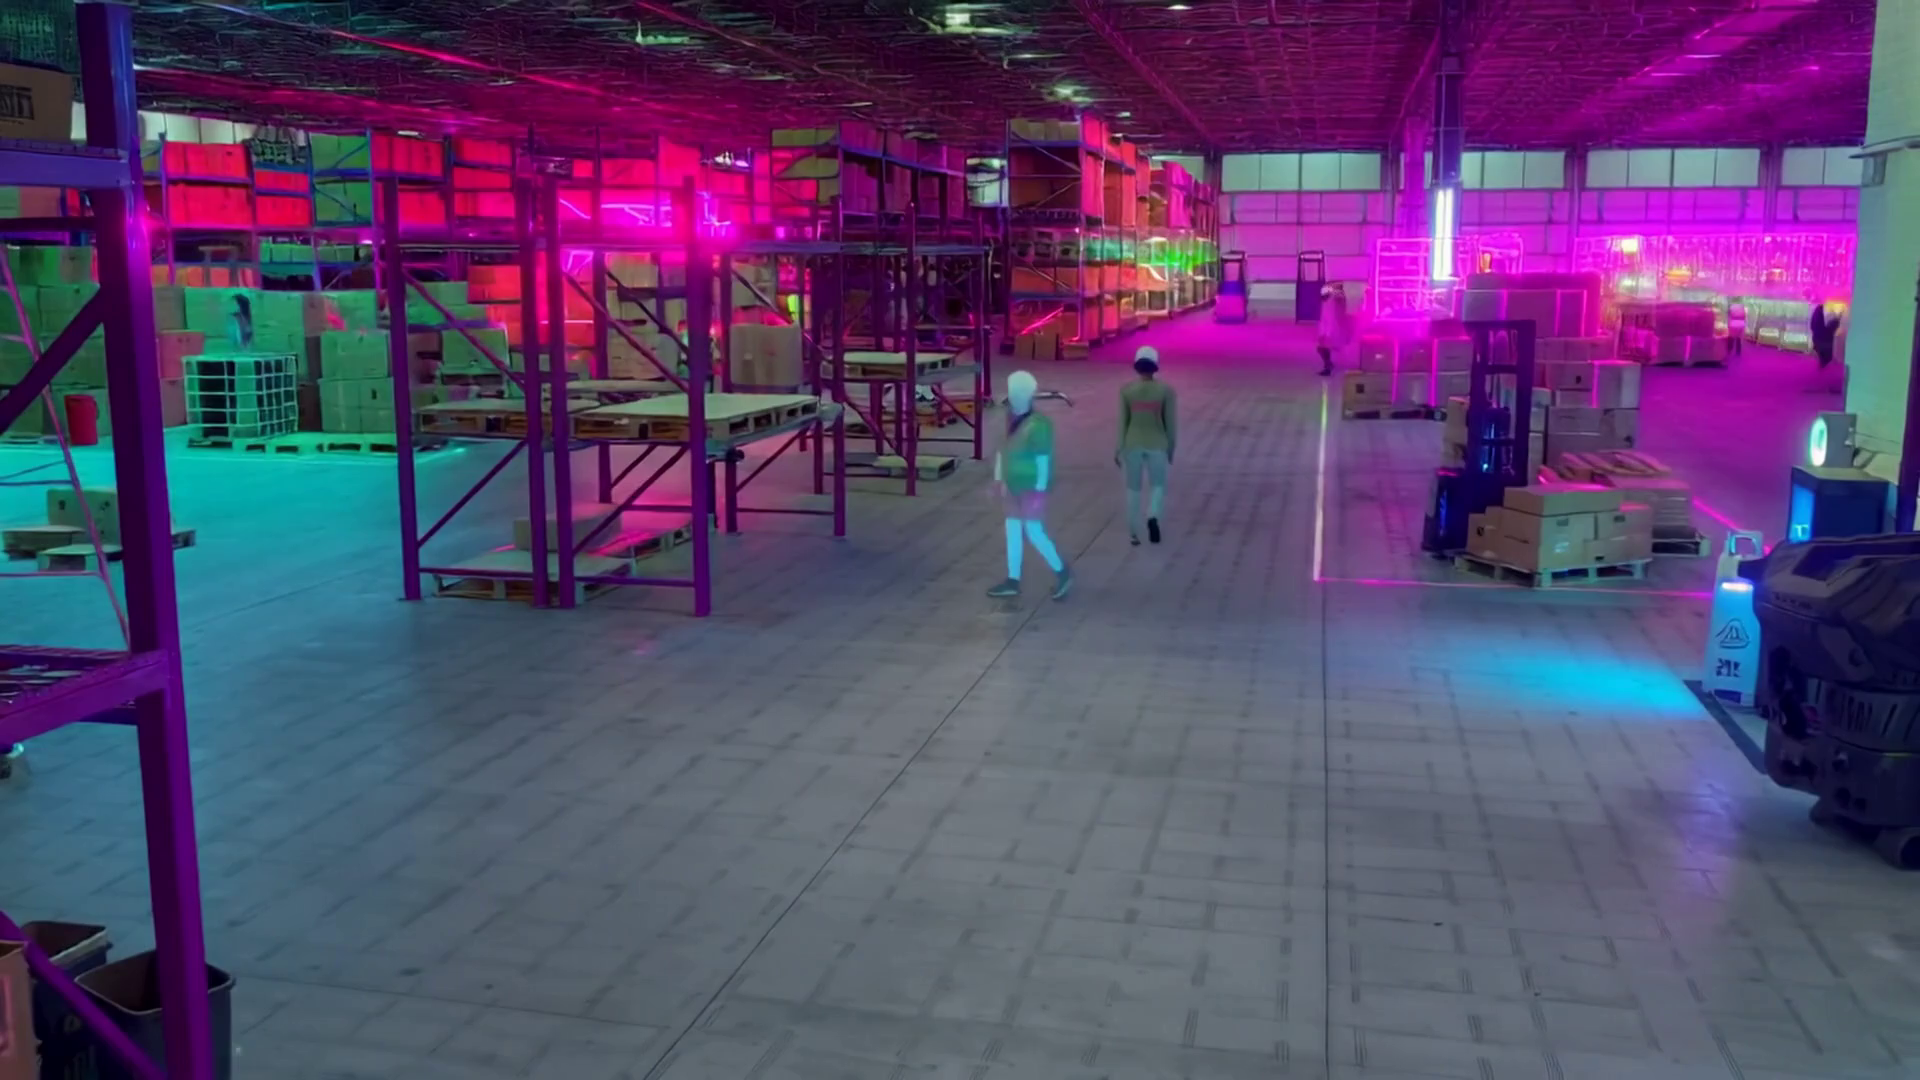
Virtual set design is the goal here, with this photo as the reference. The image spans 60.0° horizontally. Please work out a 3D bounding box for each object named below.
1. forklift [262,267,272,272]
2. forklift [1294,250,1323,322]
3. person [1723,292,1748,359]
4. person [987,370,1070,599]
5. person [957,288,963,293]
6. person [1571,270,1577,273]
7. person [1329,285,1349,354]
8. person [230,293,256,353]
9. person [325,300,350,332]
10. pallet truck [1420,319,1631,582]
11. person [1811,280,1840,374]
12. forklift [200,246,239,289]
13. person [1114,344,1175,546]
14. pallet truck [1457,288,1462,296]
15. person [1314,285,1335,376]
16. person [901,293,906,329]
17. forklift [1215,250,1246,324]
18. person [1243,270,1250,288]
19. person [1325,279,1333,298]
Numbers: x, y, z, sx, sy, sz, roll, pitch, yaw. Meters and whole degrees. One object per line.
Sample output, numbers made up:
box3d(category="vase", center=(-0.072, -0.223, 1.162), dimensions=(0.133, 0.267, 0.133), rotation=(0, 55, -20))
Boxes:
box3d(category="forklift", center=(-23.677, -8.640, 57.371), dimensions=(1.873, 2.768, 1.129), rotation=(1, 10, 3))
box3d(category="forklift", center=(13.778, -10.002, 65.433), dimensions=(1.129, 2.768, 1.873), rotation=(2, 10, 12))
box3d(category="person", center=(19.334, -5.342, 41.461), dimensions=(0.552, 1.648, 0.868), rotation=(2, 10, 13))
box3d(category="person", center=(0.500, -0.410, 12.196), dimensions=(0.451, 1.686, 0.646), rotation=(-6, 11, -30))
box3d(category="person", center=(-0.104, -11.155, 75.154), dimensions=(0.556, 1.909, 0.881), rotation=(3, 10, 19))
box3d(category="person", center=(29.857, -12.204, 81.178), dimensions=(0.930, 1.956, 0.637), rotation=(-1, 10, -8))
box3d(category="person", center=(9.981, -5.834, 43.996), dimensions=(0.594, 1.798, 0.912), rotation=(1, 10, 8))
box3d(category="person", center=(-12.243, -3.294, 28.619), dimensions=(0.503, 1.893, 0.622), rotation=(2, 10, 12))
box3d(category="person", center=(-9.686, -2.800, 25.851), dimensions=(0.346, 1.844, 0.505), rotation=(3, 10, 18))
box3d(category="pallet truck", center=(4.543, -0.757, 13.299), dimensions=(0.823, 1.965, 1.885), rotation=(-4, 10, -22))
box3d(category="person", center=(18.678, -4.602, 35.940), dimensions=(0.539, 2.000, 0.684), rotation=(2, 10, 14))
box3d(category="forklift", center=(-20.222, -6.645, 45.556), dimensions=(1.129, 2.768, 1.873), rotation=(2, 10, 12))
box3d(category="person", center=(1.575, -0.794, 14.257), dimensions=(0.528, 1.756, 0.483), rotation=(1, 10, 6))
box3d(category="pallet truck", center=(20.506, -9.785, 68.819), dimensions=(0.653, 1.274, 1.630), rotation=(2, 10, 12))
box3d(category="person", center=(7.738, -4.435, 35.296), dimensions=(0.404, 1.922, 0.578), rotation=(0, 10, -1))
box3d(category="person", center=(-1.459, -5.746, 43.877), dimensions=(0.839, 1.632, 0.540), rotation=(5, 11, 28))
box3d(category="forklift", center=(10.303, -9.611, 63.121), dimensions=(1.129, 2.768, 1.873), rotation=(2, 10, 12))
box3d(category="person", center=(15.352, -13.633, 89.816), dimensions=(0.647, 1.901, 0.938), rotation=(-3, 10, -17))
box3d(category="person", center=(15.633, -10.289, 70.821), dimensions=(0.501, 1.633, 0.280), rotation=(-2, 10, -11))
